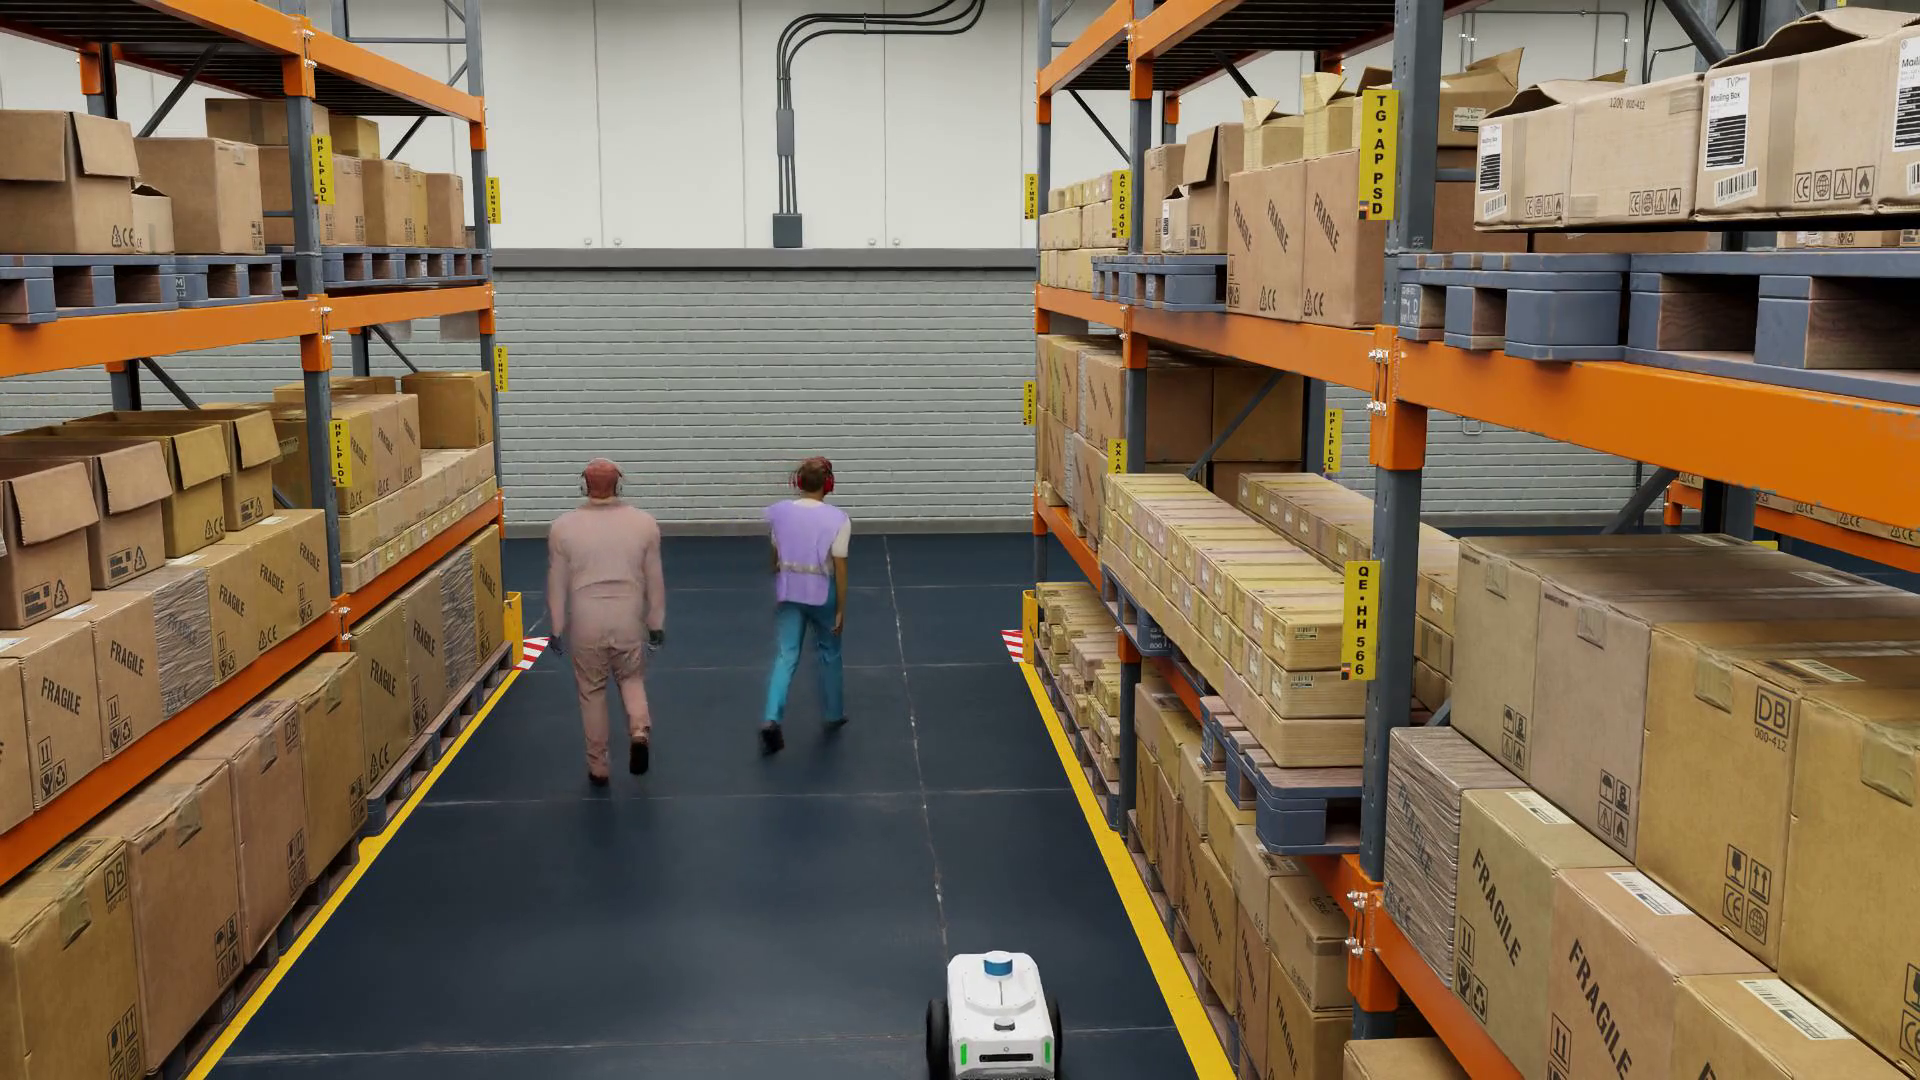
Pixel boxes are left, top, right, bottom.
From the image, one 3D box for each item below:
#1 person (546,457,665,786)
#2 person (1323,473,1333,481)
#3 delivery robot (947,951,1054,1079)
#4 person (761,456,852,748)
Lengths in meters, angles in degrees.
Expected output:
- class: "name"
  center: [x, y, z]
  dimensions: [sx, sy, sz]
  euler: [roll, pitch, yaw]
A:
- class: "person"
  center: [-2.031, 0.478, 9.557]
  dimensions: [0.660, 1.893, 0.487]
  euler: [-4, 10, -21]
- class: "person"
  center: [2.599, -0.140, 12.884]
  dimensions: [0.664, 2.002, 0.464]
  euler: [-6, 11, -31]
- class: "delivery robot"
  center: [0.137, 1.714, 5.943]
  dimensions: [0.477, 0.478, 0.707]
  euler: [-1, 10, -3]
- class: "person"
  center: [-0.961, 0.380, 10.410]
  dimensions: [0.588, 1.813, 0.918]
  euler: [3, 10, 19]
